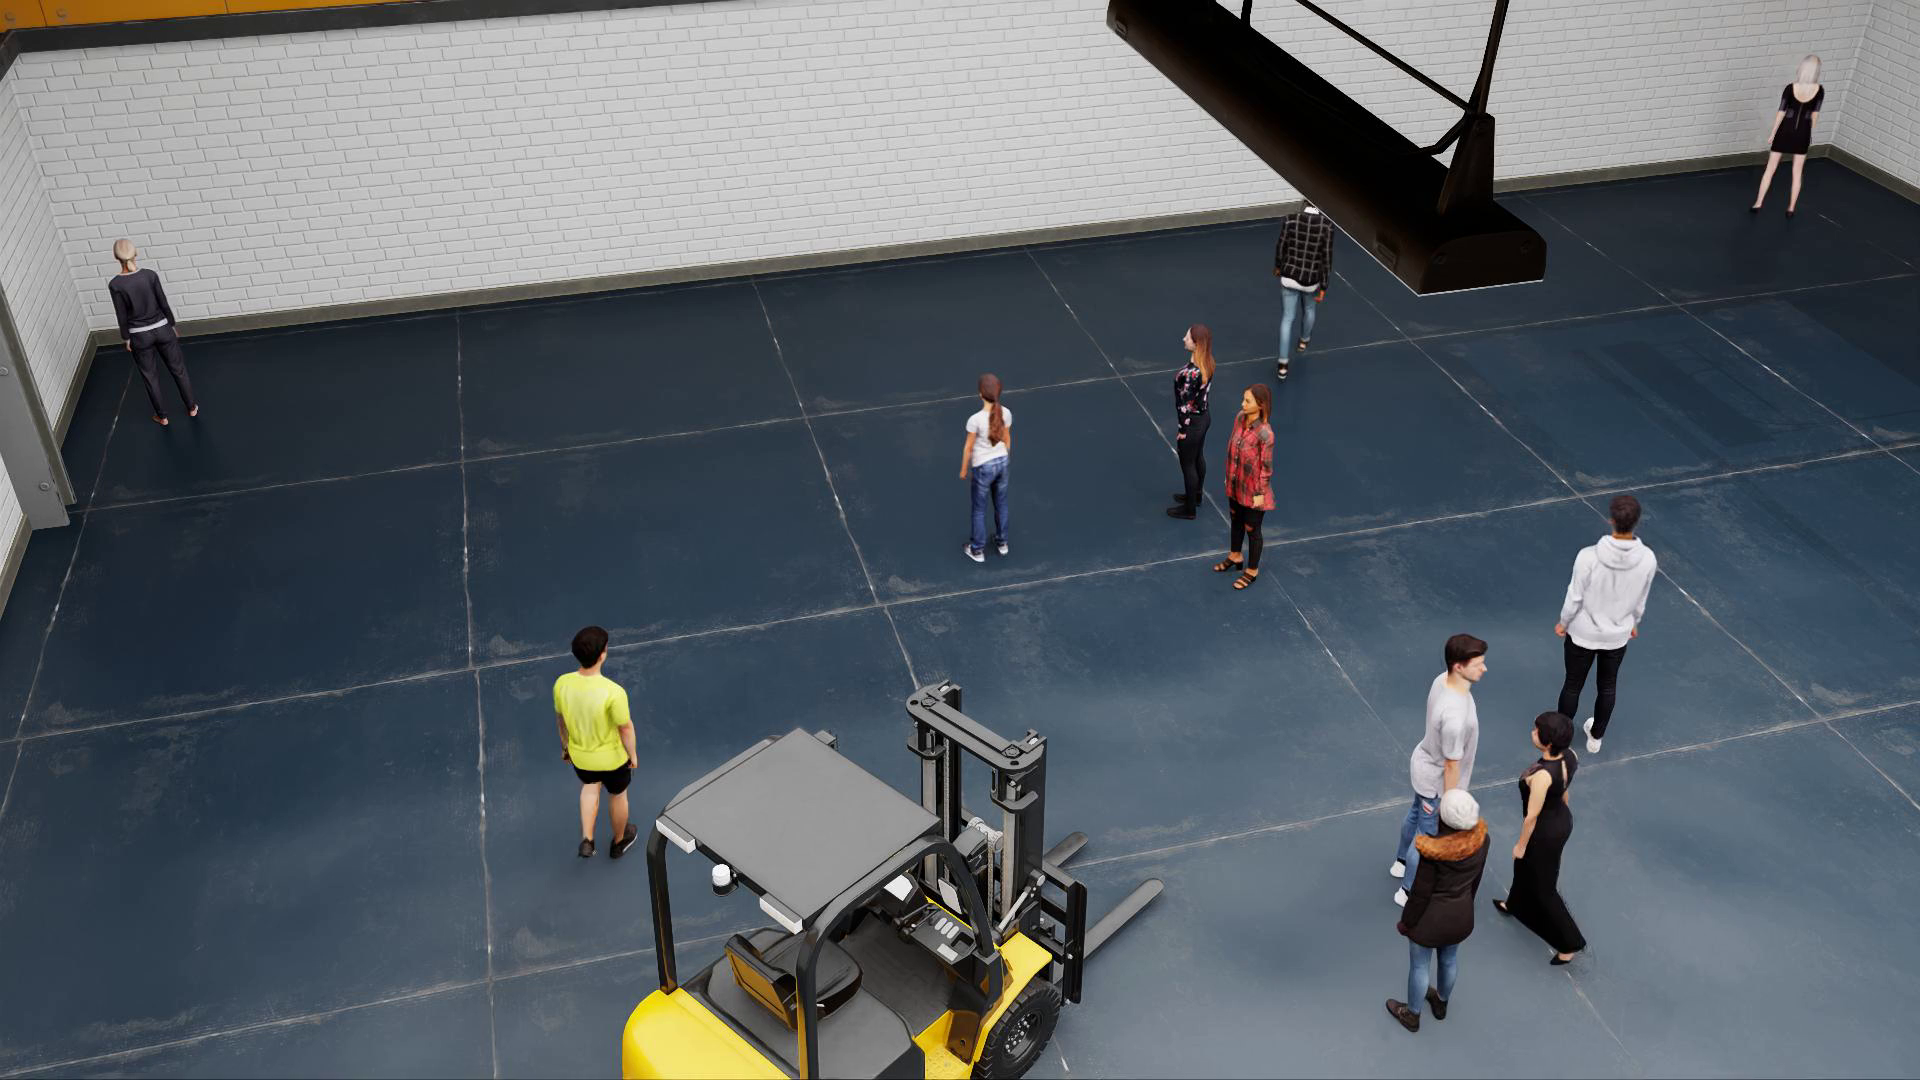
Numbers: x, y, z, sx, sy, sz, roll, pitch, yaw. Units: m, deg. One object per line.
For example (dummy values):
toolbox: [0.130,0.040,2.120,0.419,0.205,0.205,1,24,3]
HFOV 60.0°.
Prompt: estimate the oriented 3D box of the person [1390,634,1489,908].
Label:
person: [2.777,1.332,9.624,0.808,1.885,0.650,4,34,7]

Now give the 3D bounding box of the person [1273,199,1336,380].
person: [3.103,-2.331,15.229,1.055,1.779,1.248,8,34,12]

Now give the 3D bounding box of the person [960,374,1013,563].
person: [0.233,-0.568,12.774,0.581,1.561,0.585,-17,37,-24]

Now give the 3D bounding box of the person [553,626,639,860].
person: [-2.173,1.286,9.868,0.792,1.691,0.859,7,34,10]

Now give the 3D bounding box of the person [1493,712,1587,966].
person: [3.347,1.692,9.365,0.956,1.571,0.849,23,40,31]

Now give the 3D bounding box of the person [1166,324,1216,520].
person: [1.872,-0.957,13.250,0.704,1.683,0.632,15,36,21]

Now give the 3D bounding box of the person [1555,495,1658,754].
person: [4.140,0.568,10.731,0.744,1.930,0.699,1,34,1]

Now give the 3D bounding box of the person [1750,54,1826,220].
person: [9.187,-4.462,18.391,0.705,1.829,0.711,9,35,13]

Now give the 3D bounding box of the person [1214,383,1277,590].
person: [2.154,-0.413,12.414,0.711,1.702,0.547,-15,37,-22]

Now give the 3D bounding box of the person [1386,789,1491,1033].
person: [2.564,1.974,8.882,0.658,1.635,0.630,-13,36,-19]

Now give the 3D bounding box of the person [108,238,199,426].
person: [-7.077,-1.829,14.523,0.670,1.725,0.637,-21,39,-28]
